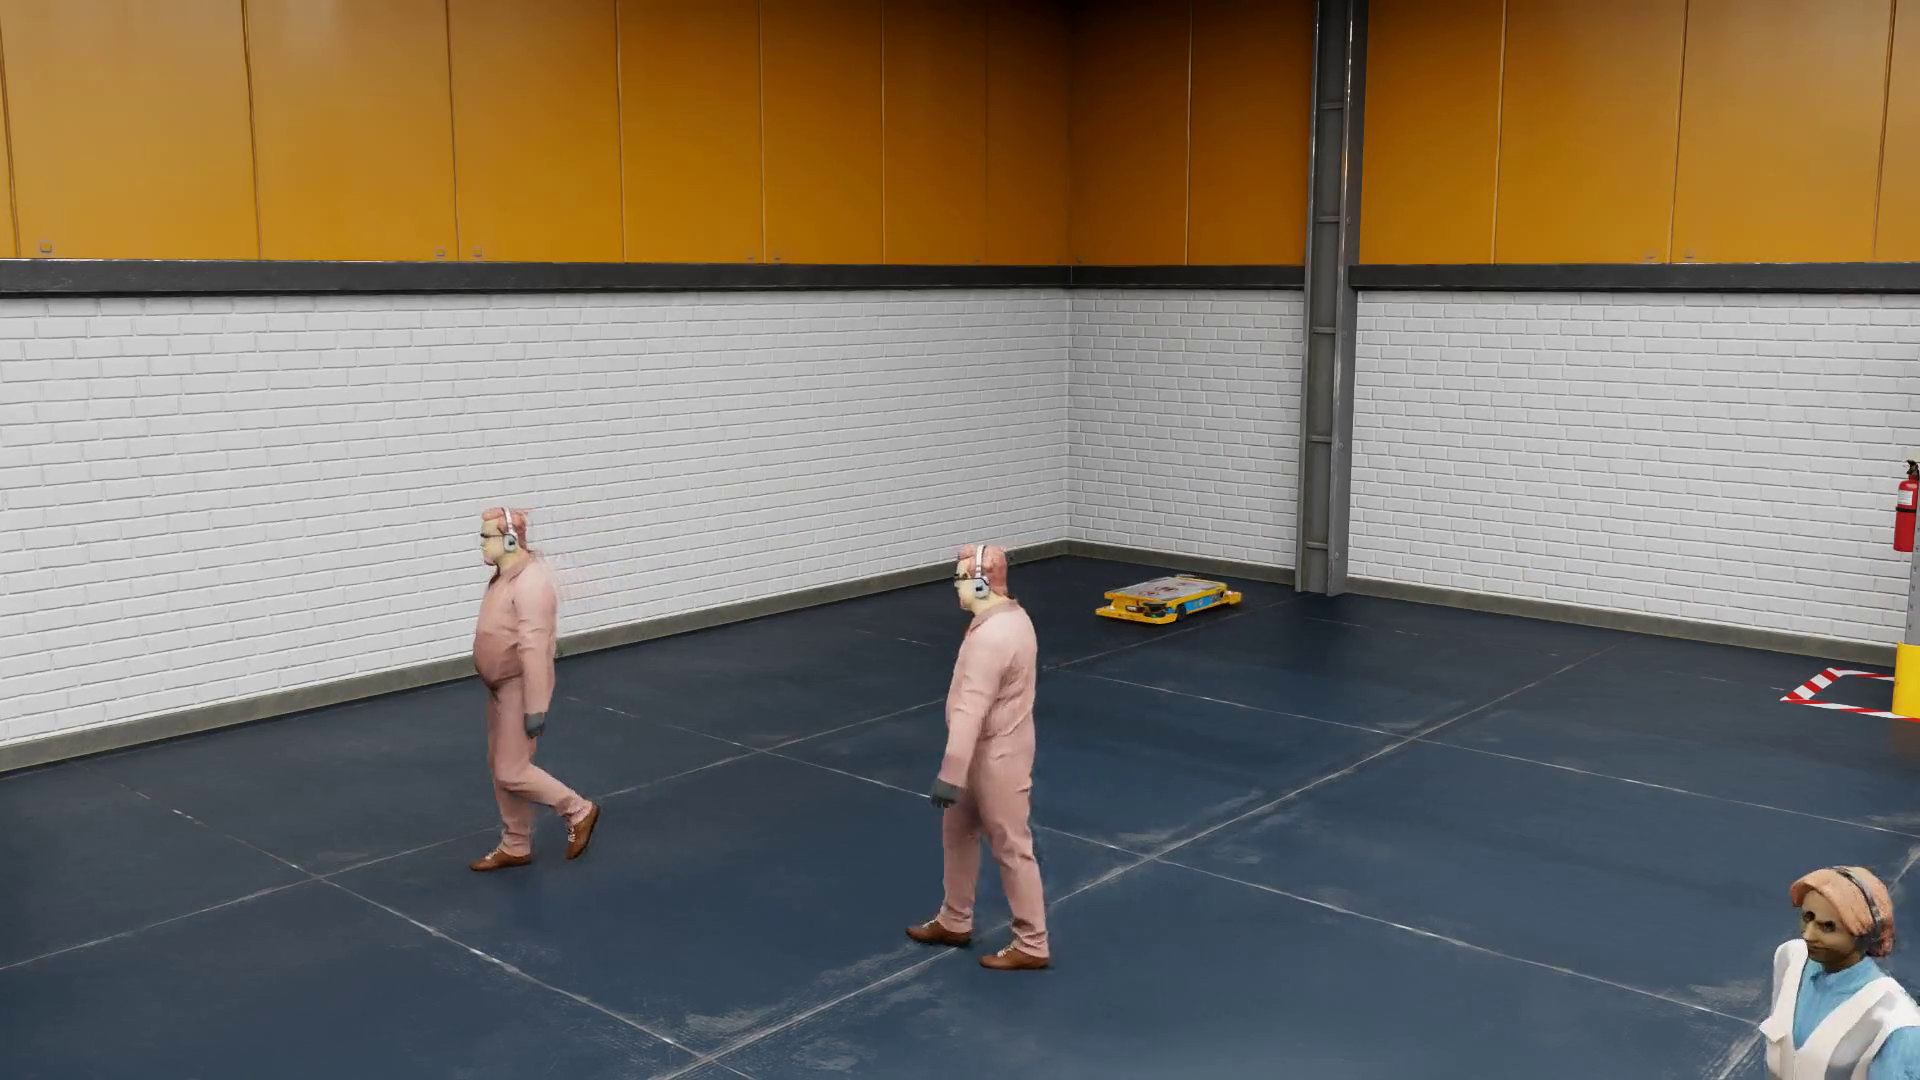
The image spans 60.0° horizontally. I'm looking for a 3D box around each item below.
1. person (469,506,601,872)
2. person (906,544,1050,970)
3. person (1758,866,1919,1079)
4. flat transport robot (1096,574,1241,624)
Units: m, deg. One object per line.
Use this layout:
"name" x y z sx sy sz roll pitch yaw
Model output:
"person" -2.202 0.759 8.424 0.547 1.886 0.661 -5 10 -28
"person" 0.040 0.955 7.255 0.805 1.875 0.647 1 9 7
"person" 2.117 1.587 4.146 0.864 1.591 0.529 -2 9 -11
"flat transport robot" 1.892 0.522 14.979 0.652 0.197 1.431 7 12 38
